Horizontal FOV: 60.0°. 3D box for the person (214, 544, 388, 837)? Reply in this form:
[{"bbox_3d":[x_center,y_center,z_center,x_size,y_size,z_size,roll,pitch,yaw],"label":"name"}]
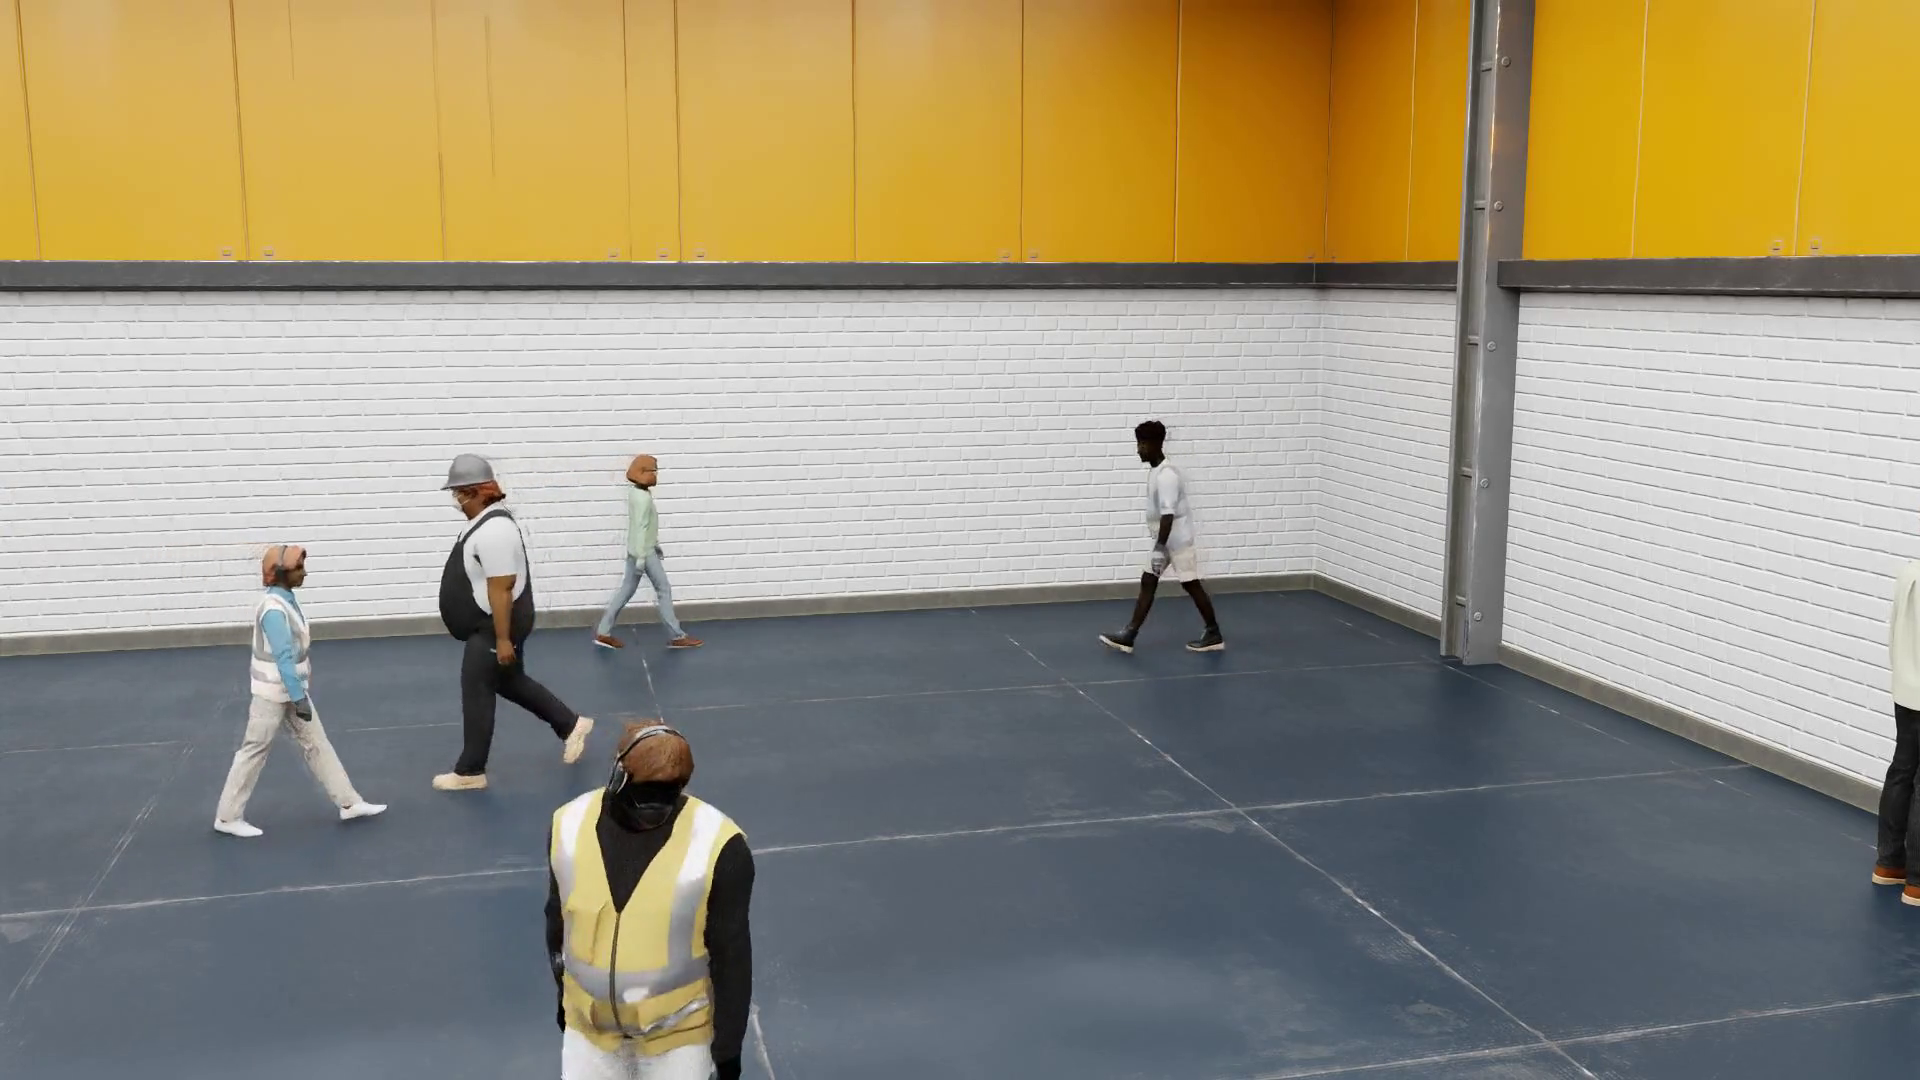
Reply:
[{"bbox_3d":[-3.626,0.813,8.952,0.887,1.587,0.535,-2,9,-11],"label":"person"}]

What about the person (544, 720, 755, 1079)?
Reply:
[{"bbox_3d":[-0.894,1.376,4.774,0.654,1.804,0.458,2,9,10],"label":"person"}]

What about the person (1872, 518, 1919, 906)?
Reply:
[{"bbox_3d":[4.705,0.762,8.013,0.390,1.991,0.625,1,9,4],"label":"person"}]

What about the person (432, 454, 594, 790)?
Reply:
[{"bbox_3d":[-2.674,0.439,9.884,0.889,2.000,0.713,-3,10,-17],"label":"person"}]

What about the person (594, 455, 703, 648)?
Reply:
[{"bbox_3d":[-2.556,0.100,13.383,0.846,1.594,0.499,-3,10,-20],"label":"person"}]

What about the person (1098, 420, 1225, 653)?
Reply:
[{"bbox_3d":[1.640,-0.012,13.194,1.077,1.874,0.614,-1,9,-9],"label":"person"}]
